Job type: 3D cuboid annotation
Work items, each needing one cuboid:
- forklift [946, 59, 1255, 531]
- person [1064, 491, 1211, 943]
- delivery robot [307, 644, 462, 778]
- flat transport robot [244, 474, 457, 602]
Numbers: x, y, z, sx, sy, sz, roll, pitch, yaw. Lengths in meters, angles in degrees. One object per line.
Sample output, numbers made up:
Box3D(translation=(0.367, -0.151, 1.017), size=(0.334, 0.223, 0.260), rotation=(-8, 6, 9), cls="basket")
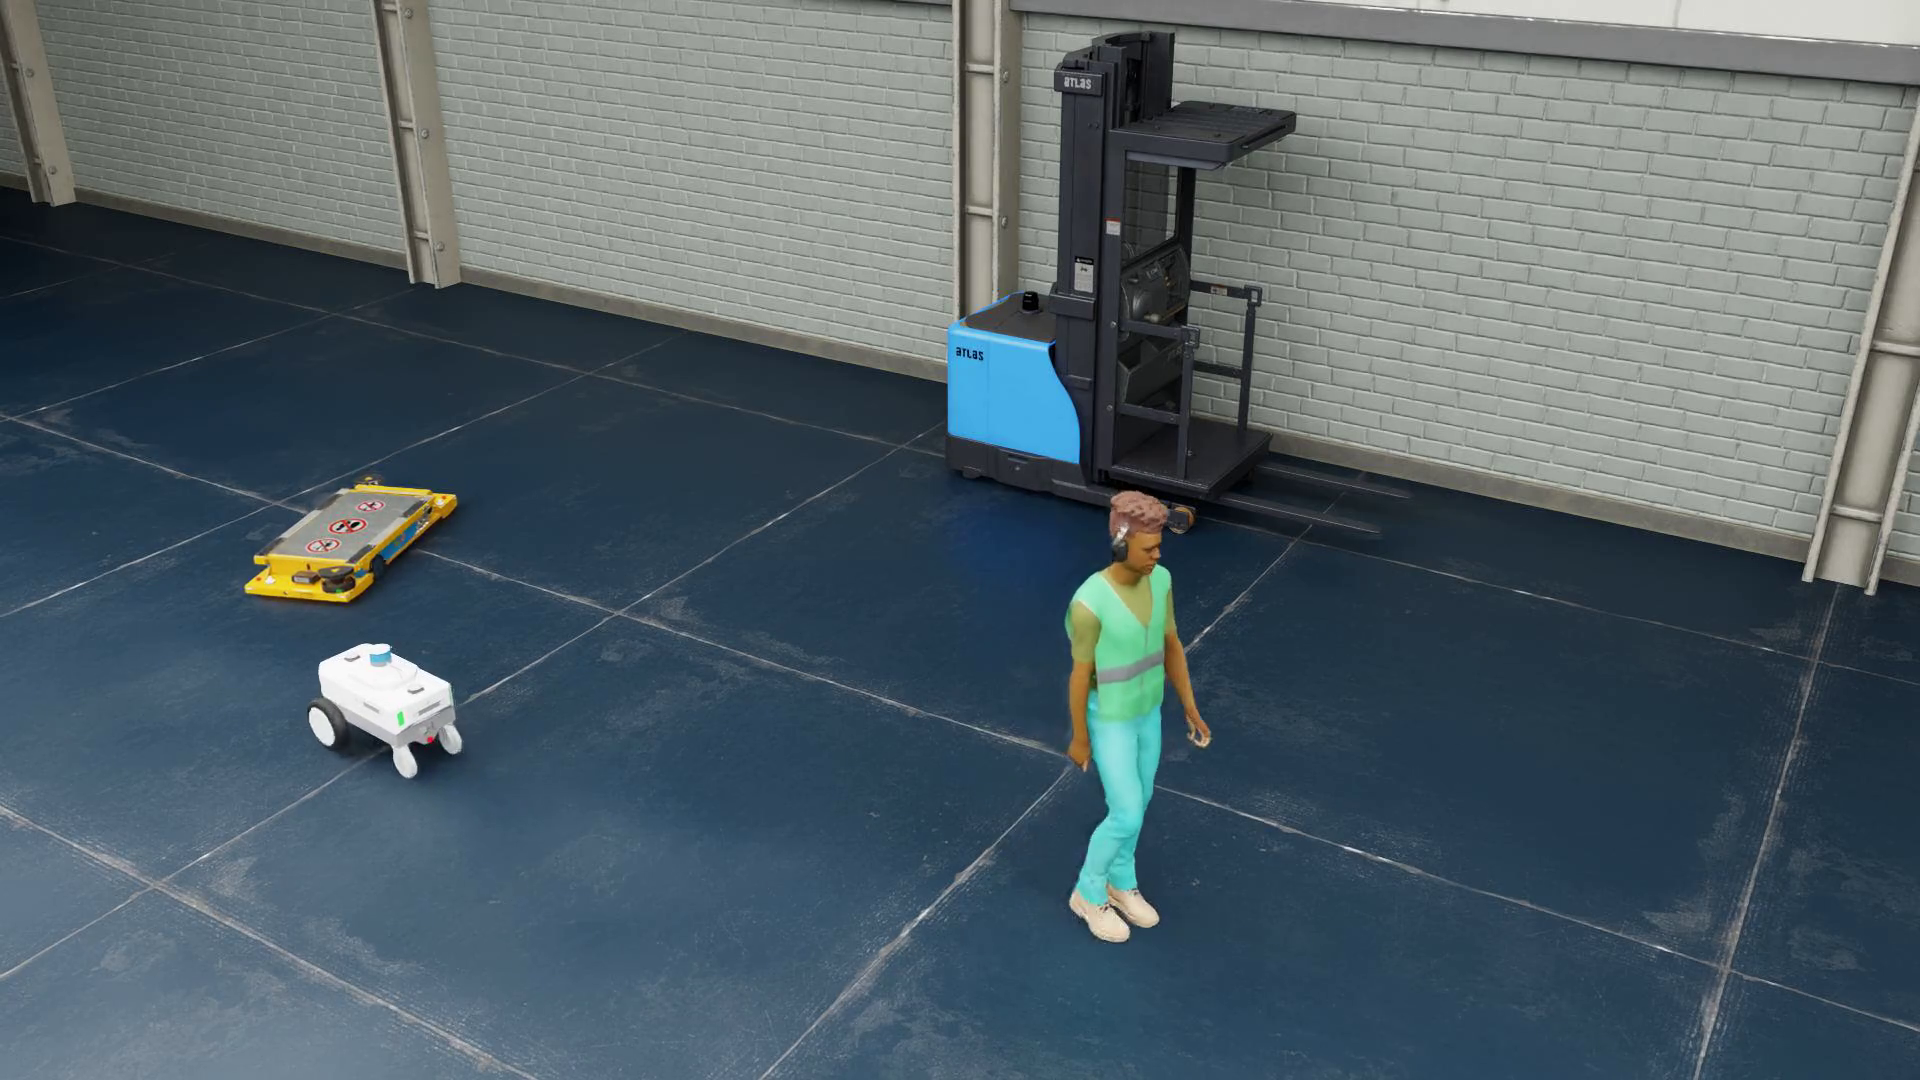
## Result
Box3D(translation=(0.933, -1.707, 10.833), size=(1.873, 2.768, 1.129), rotation=(15, 29, 28), cls="forklift")
Box3D(translation=(0.696, 0.727, 6.736), size=(0.490, 1.964, 0.541), rotation=(-22, 33, -39), cls="person")
Box3D(translation=(-2.850, 0.801, 8.252), size=(0.815, 0.614, 0.499), rotation=(18, 31, 33), cls="delivery robot")
Box3D(translation=(-3.744, -0.022, 10.305), size=(0.659, 0.231, 1.431), rotation=(4, 26, 9), cls="flat transport robot")
